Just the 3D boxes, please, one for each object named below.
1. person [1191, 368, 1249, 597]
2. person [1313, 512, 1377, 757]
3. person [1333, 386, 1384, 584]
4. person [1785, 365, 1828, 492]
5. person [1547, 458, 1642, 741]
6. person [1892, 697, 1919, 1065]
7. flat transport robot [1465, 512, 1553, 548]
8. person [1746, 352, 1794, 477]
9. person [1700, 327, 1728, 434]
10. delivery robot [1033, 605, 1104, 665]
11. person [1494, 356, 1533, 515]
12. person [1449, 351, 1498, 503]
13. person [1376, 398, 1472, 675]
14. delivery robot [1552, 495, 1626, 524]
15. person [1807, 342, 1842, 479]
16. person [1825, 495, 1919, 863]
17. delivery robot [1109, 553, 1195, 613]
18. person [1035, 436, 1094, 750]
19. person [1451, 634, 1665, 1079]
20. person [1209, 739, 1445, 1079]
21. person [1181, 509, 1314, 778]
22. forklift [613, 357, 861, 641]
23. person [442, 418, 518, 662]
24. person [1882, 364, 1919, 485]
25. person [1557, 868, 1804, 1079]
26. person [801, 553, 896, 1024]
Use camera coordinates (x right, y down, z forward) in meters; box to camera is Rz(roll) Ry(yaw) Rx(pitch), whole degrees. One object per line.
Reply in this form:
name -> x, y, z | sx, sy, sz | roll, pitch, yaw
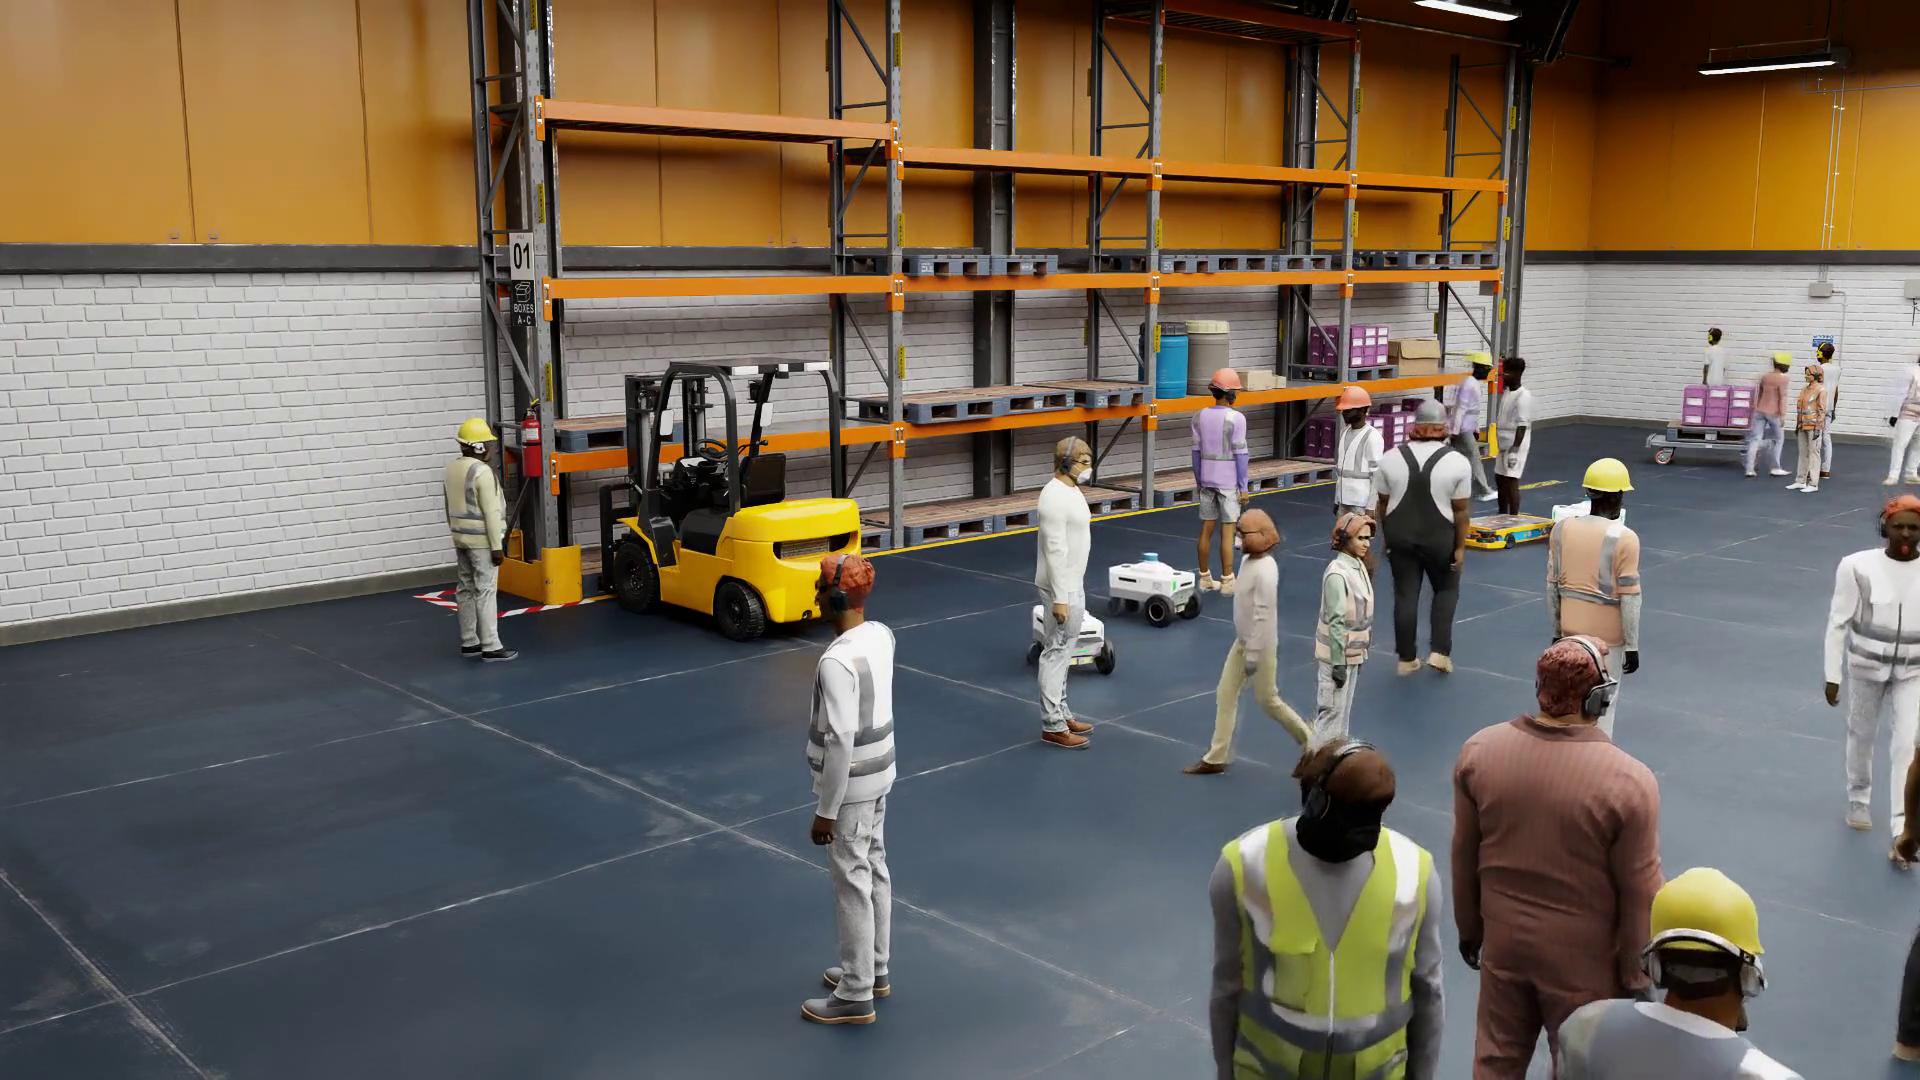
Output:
person -> 2.350, -0.518, 14.900 | 0.378, 2.045, 0.605 | -8, 13, -40
person -> 2.119, 0.661, 9.194 | 0.314, 1.636, 0.515 | 5, 11, 25
person -> 3.355, -0.346, 14.215 | 0.372, 1.933, 0.552 | -4, 10, -21
person -> 10.964, -1.436, 21.459 | 0.307, 1.641, 0.513 | -1, 10, -5
person -> 3.530, 0.505, 9.251 | 0.370, 1.929, 0.585 | -5, 11, -29
person -> 3.588, 1.131, 5.935 | 0.535, 1.817, 0.761 | -1, 10, -6
flat transport robot -> 5.789, -0.109, 17.688 | 1.431, 0.197, 0.652 | -7, 12, -35
person -> 11.148, -1.711, 22.809 | 0.767, 1.713, 0.618 | -3, 10, -18
person -> 12.490, -2.596, 27.635 | 0.521, 1.851, 0.415 | -2, 10, -14
delivery robot -> 0.790, 0.638, 12.216 | 0.477, 0.478, 0.707 | -3, 10, -16
person -> 5.987, -1.024, 18.116 | 0.409, 1.956, 0.634 | 0, 10, 0
person -> 6.249, -1.391, 20.557 | 1.018, 1.870, 0.629 | 4, 10, 22
person -> 3.354, -0.027, 12.039 | 0.691, 2.000, 0.536 | 5, 11, 29
delivery robot -> 6.526, -0.224, 17.259 | 0.707, 0.478, 0.477 | 4, 11, 24
person -> 11.731, -1.760, 22.686 | 0.518, 1.872, 0.326 | -4, 10, -20
person -> 4.744, 0.684, 8.506 | 0.598, 1.823, 0.993 | 4, 11, 23
delivery robot -> 1.594, 0.353, 13.885 | 0.707, 0.478, 0.477 | 8, 13, 40
person -> 0.658, 0.315, 10.345 | 0.373, 1.937, 0.629 | 2, 10, 12
person -> 1.826, 1.227, 5.088 | 0.400, 1.907, 0.645 | -9, 13, -42
person -> 0.971, 1.388, 4.459 | 0.621, 1.811, 0.801 | 1, 10, 7
person -> 1.745, 0.608, 9.632 | 0.801, 1.603, 0.510 | -1, 10, -6
forklift -> -1.847, -0.414, 13.852 | 1.214, 2.155, 2.313 | -9, 13, -42
person -> -3.609, -0.002, 12.493 | 0.586, 1.835, 0.403 | 9, 13, 41
person -> 12.609, -1.608, 22.019 | 0.755, 1.811, 0.433 | -3, 10, -19
person -> 1.446, 1.578, 3.447 | 0.860, 1.778, 0.618 | -5, 11, -28
person -> -0.440, 0.979, 6.611 | 0.355, 1.883, 0.575 | 2, 10, 14
